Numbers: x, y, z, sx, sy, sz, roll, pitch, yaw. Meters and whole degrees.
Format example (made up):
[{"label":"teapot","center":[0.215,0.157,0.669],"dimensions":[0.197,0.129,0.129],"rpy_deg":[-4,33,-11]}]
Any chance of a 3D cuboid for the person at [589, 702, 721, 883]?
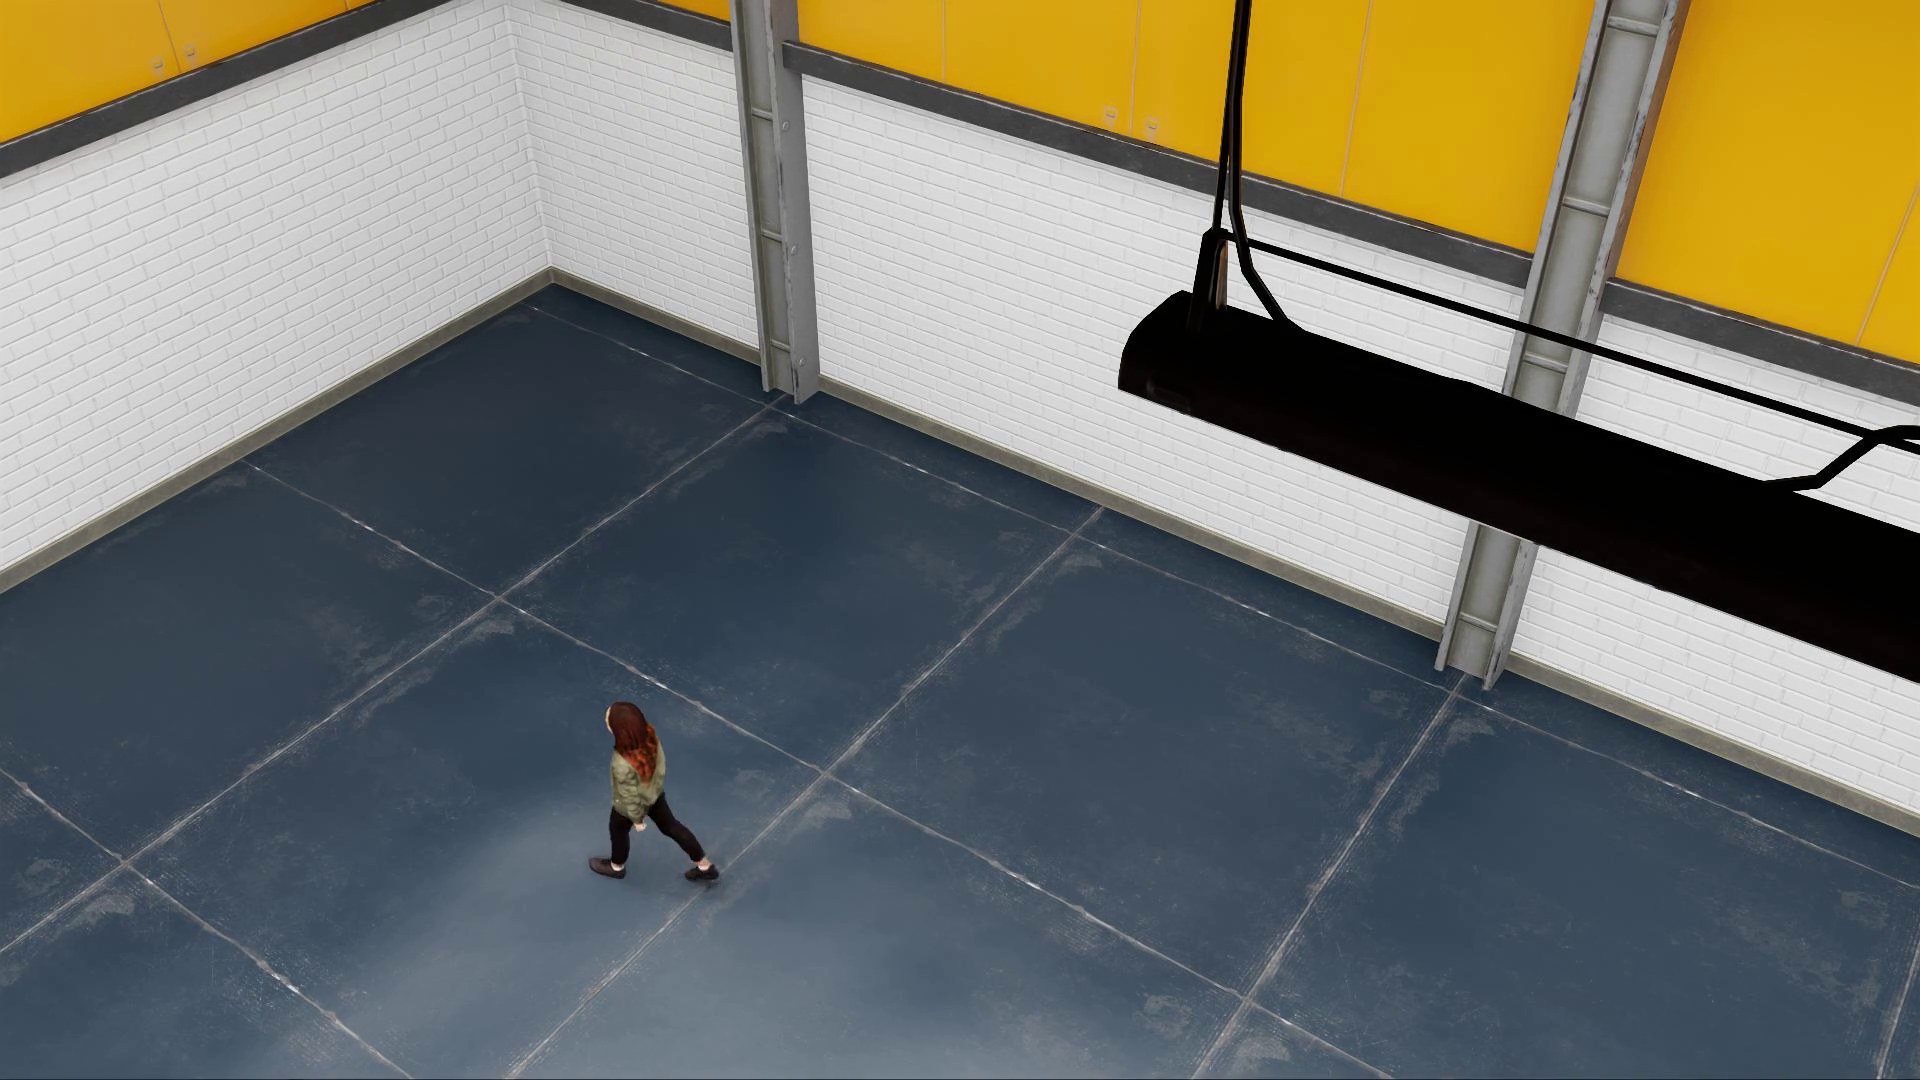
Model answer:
[{"label":"person","center":[-1.745,1.473,9.472],"dimensions":[1.090,1.444,0.775],"rpy_deg":[11,40,13]}]
